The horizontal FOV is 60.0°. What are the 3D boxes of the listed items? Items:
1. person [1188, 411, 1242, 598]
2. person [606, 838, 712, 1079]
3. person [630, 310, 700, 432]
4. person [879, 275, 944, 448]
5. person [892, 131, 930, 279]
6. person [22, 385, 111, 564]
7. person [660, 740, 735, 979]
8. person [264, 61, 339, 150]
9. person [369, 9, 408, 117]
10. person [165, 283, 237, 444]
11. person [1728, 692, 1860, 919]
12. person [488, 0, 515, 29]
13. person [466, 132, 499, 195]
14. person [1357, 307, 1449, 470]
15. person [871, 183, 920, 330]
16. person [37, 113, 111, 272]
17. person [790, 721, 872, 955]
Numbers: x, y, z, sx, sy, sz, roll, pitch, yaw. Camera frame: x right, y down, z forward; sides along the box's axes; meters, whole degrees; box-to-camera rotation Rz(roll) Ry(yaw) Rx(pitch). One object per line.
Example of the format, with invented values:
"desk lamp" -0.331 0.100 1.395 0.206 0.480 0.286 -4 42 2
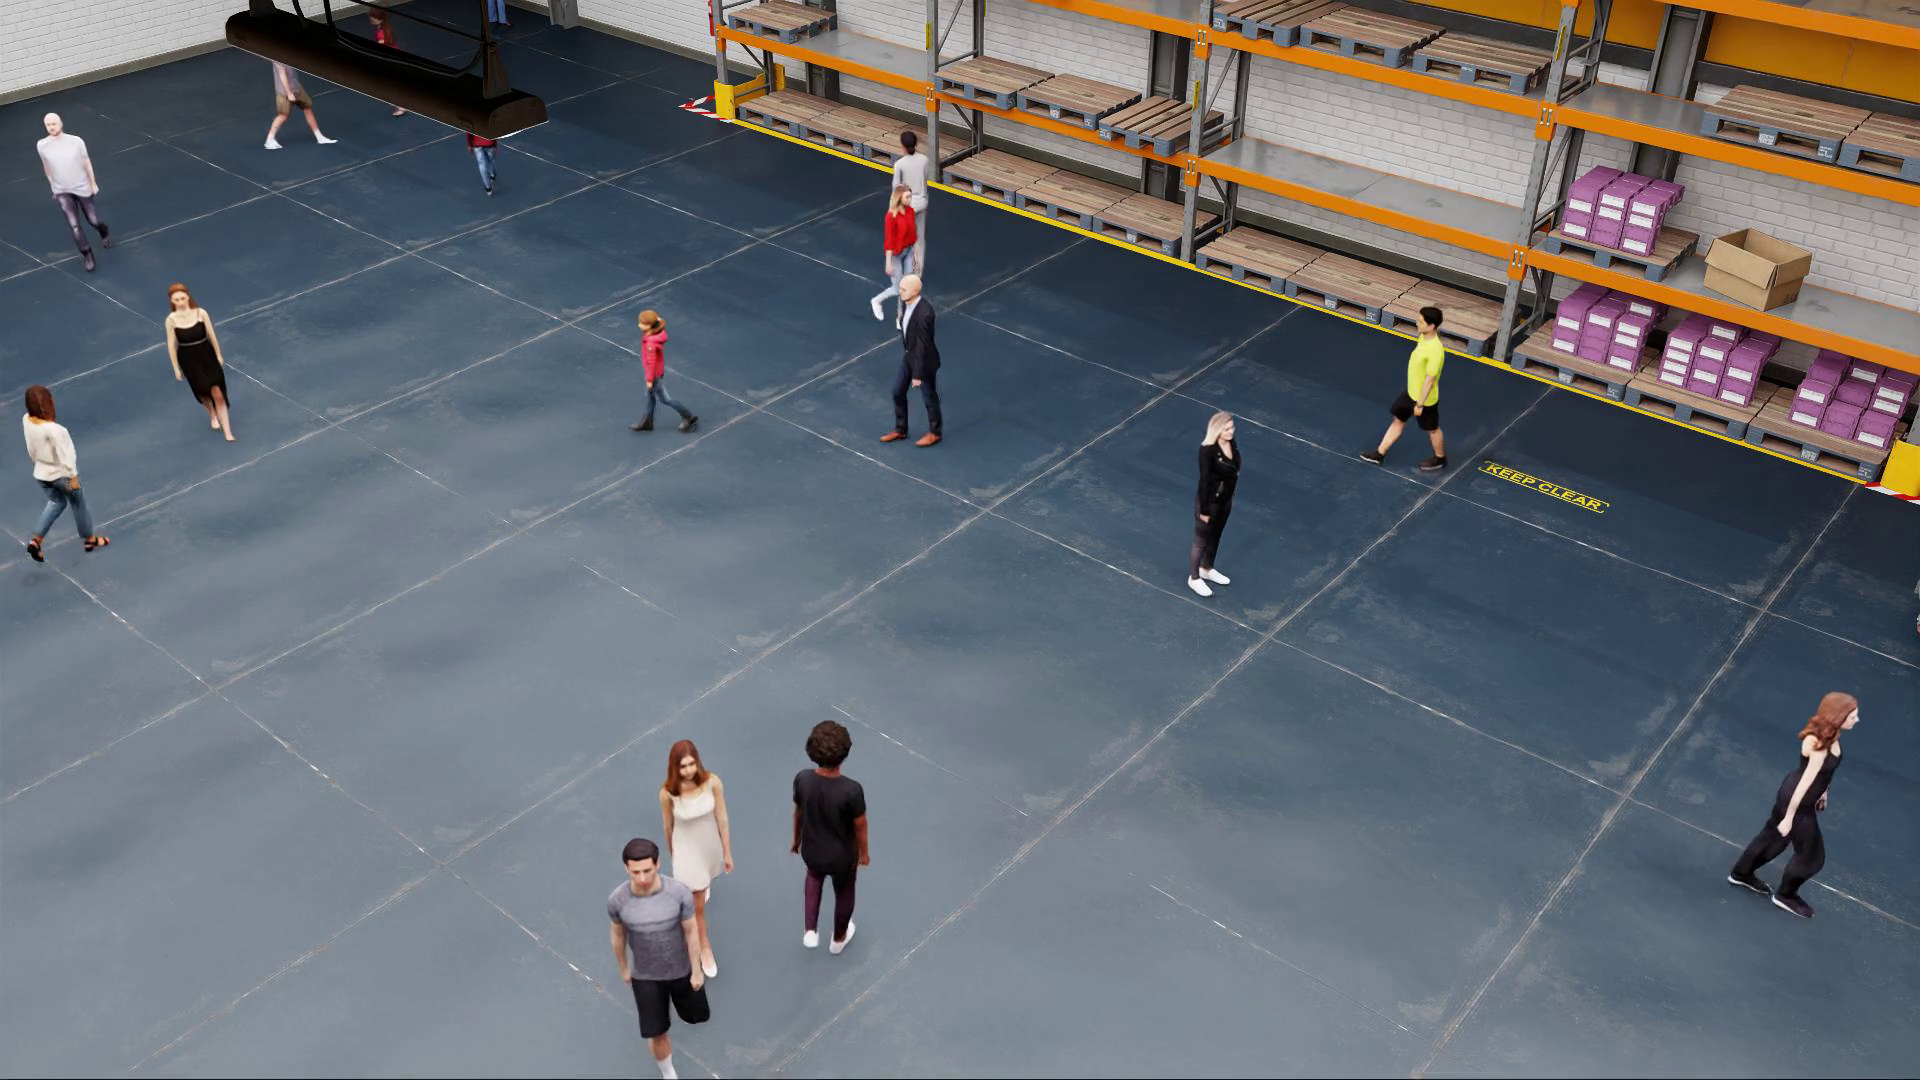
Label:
"person" 2.101 -0.328 13.853 0.531 1.687 0.622 25 41 33
"person" -1.701 2.400 9.607 1.057 1.845 1.140 -4 34 -6
"person" -2.888 -1.614 16.146 0.932 1.292 0.890 -4 34 -7
"person" -0.309 -1.712 15.855 0.906 1.778 0.872 -19 38 -27
"person" -0.516 -3.806 19.053 0.767 1.725 0.802 -15 37 -21
"person" -7.767 -0.527 14.176 0.906 1.663 0.807 14 36 21
"person" -1.670 1.880 10.534 0.917 1.686 1.154 -11 35 -16
"person" -9.266 -6.168 22.727 1.209 1.806 1.196 -5 34 -8
"person" -8.178 -6.927 23.927 0.882 1.526 0.834 6 34 9
"person" -7.366 -1.750 16.082 0.866 1.589 1.113 -16 37 -22
"person" 5.363 1.661 10.830 0.804 1.722 0.651 20 39 27
"person" -7.679 -9.351 27.332 0.496 1.795 0.709 21 39 28
"person" -6.132 -5.059 21.391 0.789 1.222 0.930 -10 35 -14
"person" 4.366 -1.367 15.442 1.157 1.659 1.103 -3 34 -5
"person" -0.710 -3.069 17.971 0.783 1.694 0.643 23 40 30
"person" -10.336 -4.107 19.425 0.972 1.814 1.098 -9 35 -13
"person" -0.838 1.942 10.368 0.805 1.766 0.873 8 34 12
